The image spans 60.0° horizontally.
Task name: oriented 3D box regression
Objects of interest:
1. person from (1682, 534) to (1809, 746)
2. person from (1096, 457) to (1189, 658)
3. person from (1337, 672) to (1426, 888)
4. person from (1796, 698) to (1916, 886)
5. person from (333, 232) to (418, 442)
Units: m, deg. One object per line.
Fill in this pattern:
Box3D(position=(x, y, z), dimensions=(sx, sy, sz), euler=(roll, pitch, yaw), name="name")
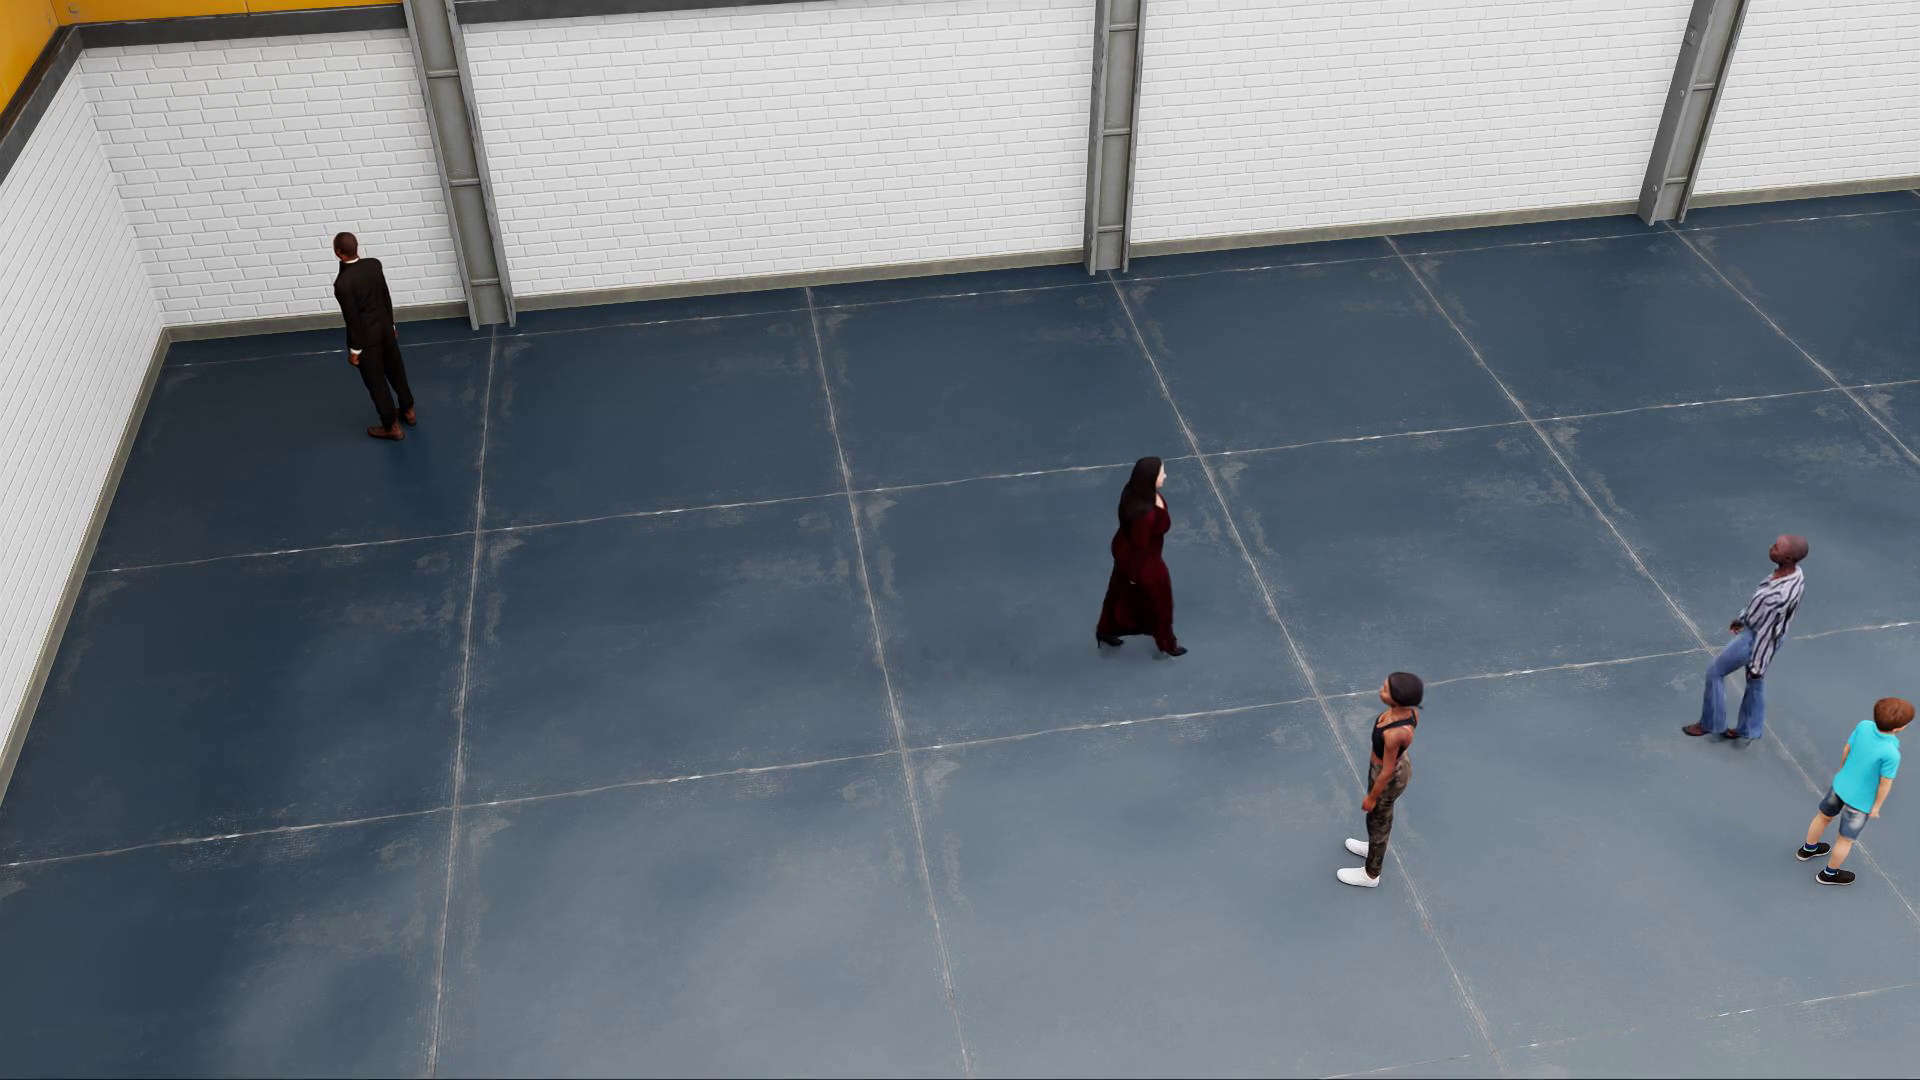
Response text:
Box3D(position=(5.345, 0.715, 10.934), dimensions=(0.879, 1.776, 0.819), euler=(24, 44, 27), name="person")
Box3D(position=(1.157, 0.142, 11.688), dimensions=(0.874, 1.730, 0.688), euler=(-5, 39, -7), name="person")
Box3D(position=(2.582, 1.440, 10.086), dimensions=(0.688, 1.701, 0.664), euler=(15, 41, 18), name="person")
Box3D(position=(5.501, 1.514, 10.196), dimensions=(0.478, 1.449, 0.516), euler=(-7, 39, -9), name="person")
Box3D(position=(-4.900, -1.710, 13.868), dimensions=(0.831, 1.904, 0.804), euler=(17, 42, 20), name="person")
